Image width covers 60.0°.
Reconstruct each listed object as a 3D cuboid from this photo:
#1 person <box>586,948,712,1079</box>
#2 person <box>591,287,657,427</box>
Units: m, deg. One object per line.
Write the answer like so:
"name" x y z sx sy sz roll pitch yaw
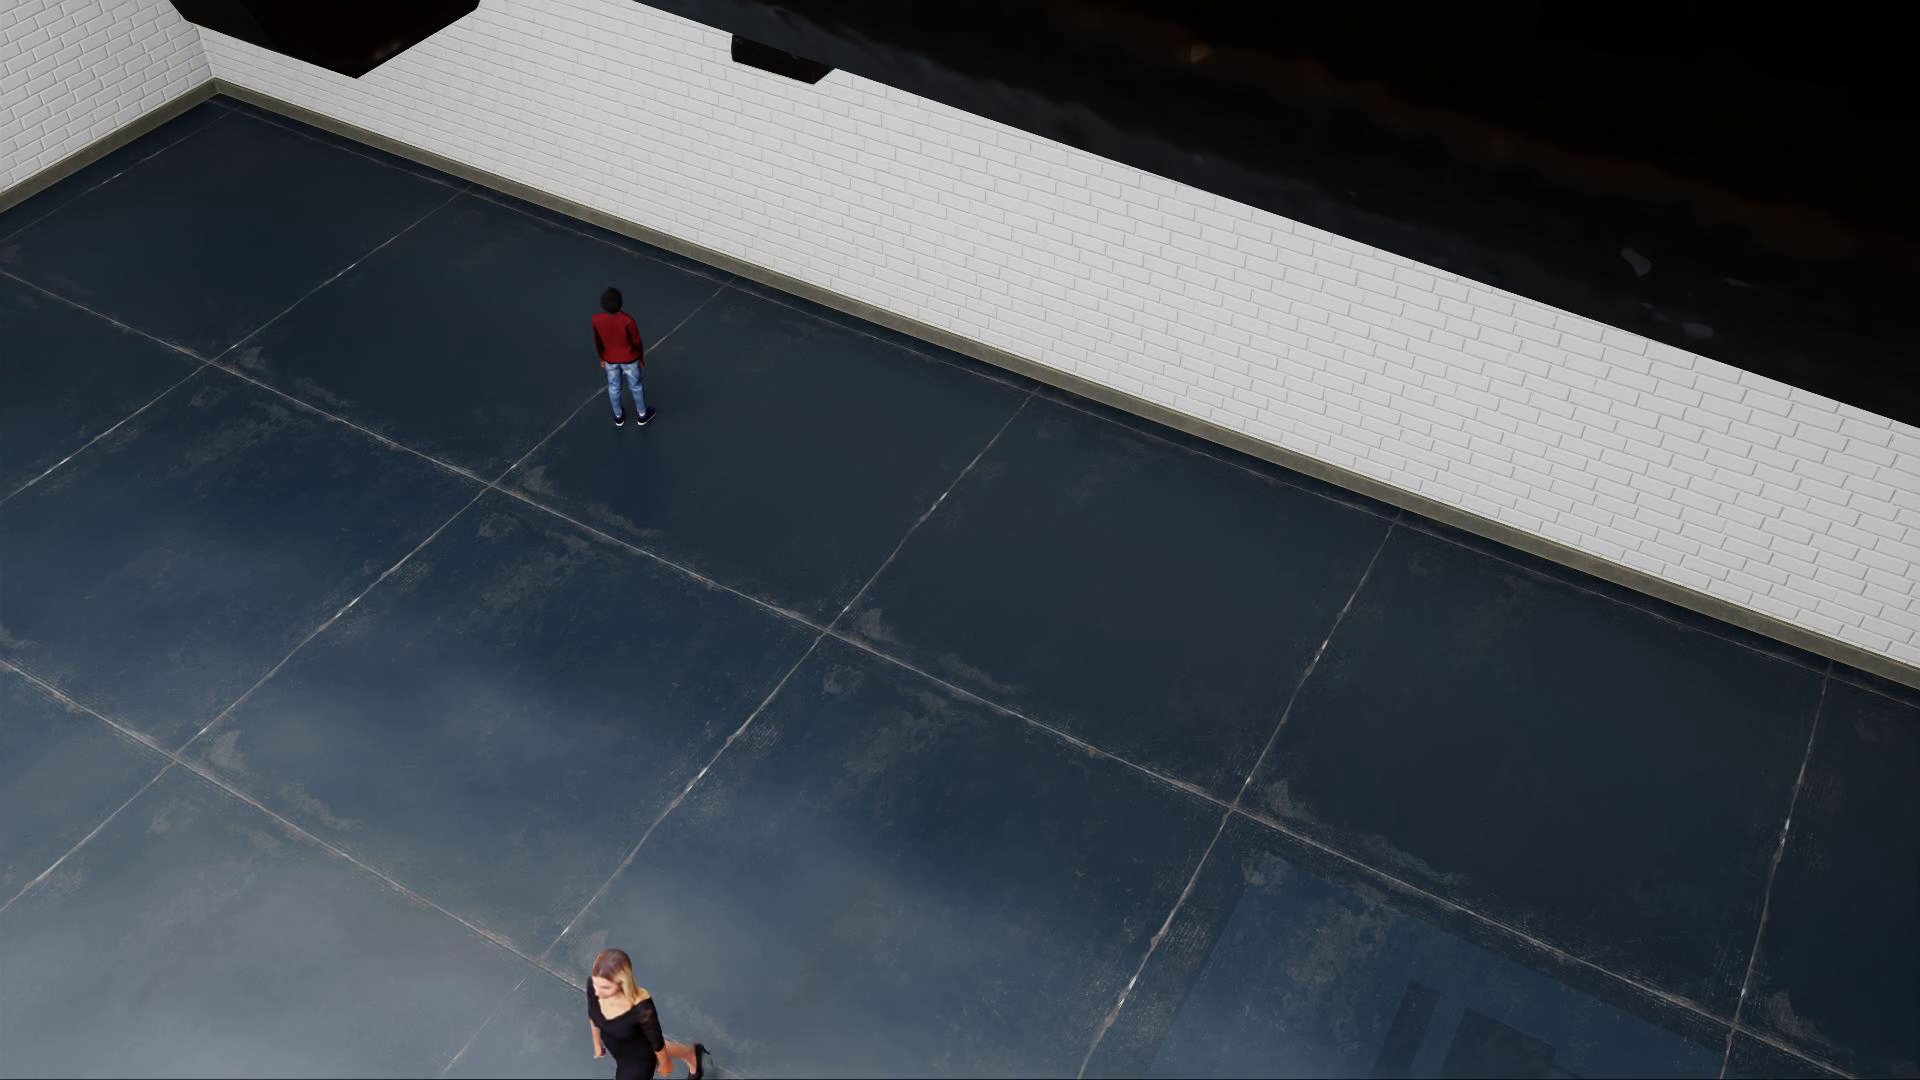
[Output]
"person" -1.567 2.472 8.238 0.632 1.639 1.085 26 50 25
"person" -2.566 -1.393 12.574 0.584 1.254 0.613 3 44 3
